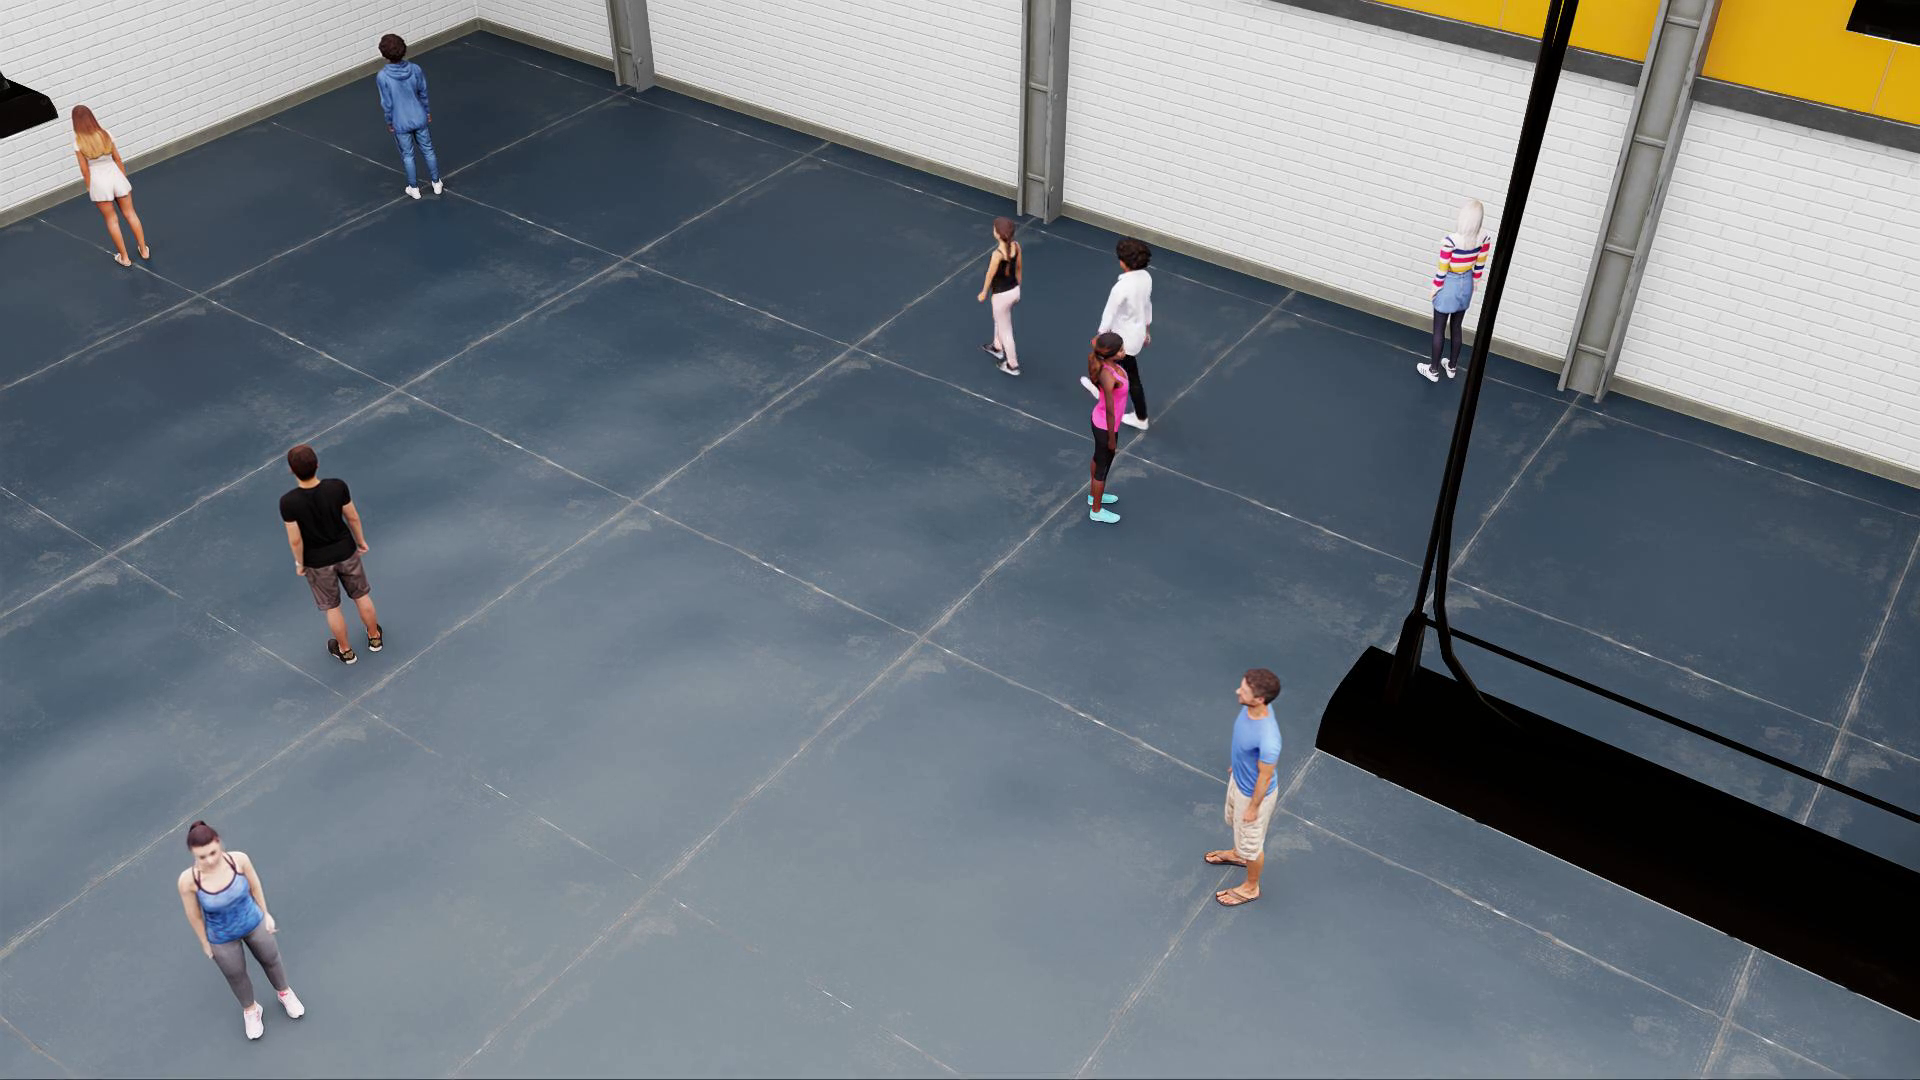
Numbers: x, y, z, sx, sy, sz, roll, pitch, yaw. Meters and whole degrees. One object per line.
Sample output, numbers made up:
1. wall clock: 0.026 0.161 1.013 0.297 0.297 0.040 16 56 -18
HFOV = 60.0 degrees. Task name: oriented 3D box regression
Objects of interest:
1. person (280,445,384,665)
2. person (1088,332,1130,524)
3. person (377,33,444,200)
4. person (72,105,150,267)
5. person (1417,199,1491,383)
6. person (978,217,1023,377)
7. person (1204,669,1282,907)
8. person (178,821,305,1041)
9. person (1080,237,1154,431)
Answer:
1. person: -4.566 0.104 12.039 0.755 1.861 0.690 -25 45 -28
2. person: 1.174 -0.931 13.446 0.695 1.723 0.653 2 39 2
3. person: -5.946 -4.570 17.932 0.757 1.811 0.736 -20 43 -23
4. person: -8.609 -3.590 16.797 0.618 1.697 0.622 -29 47 -31
5. person: 4.480 -2.269 15.053 0.715 1.809 0.733 -11 40 -14
6. person: 0.463 -2.203 15.181 0.784 1.545 0.554 27 46 29
7. person: 1.807 1.501 10.289 0.769 1.862 0.730 -3 39 -4
8. person: -4.164 2.232 9.576 0.636 1.610 0.652 -24 44 -27
9. person: 1.519 -1.741 14.422 1.052 1.771 0.666 26 45 29
